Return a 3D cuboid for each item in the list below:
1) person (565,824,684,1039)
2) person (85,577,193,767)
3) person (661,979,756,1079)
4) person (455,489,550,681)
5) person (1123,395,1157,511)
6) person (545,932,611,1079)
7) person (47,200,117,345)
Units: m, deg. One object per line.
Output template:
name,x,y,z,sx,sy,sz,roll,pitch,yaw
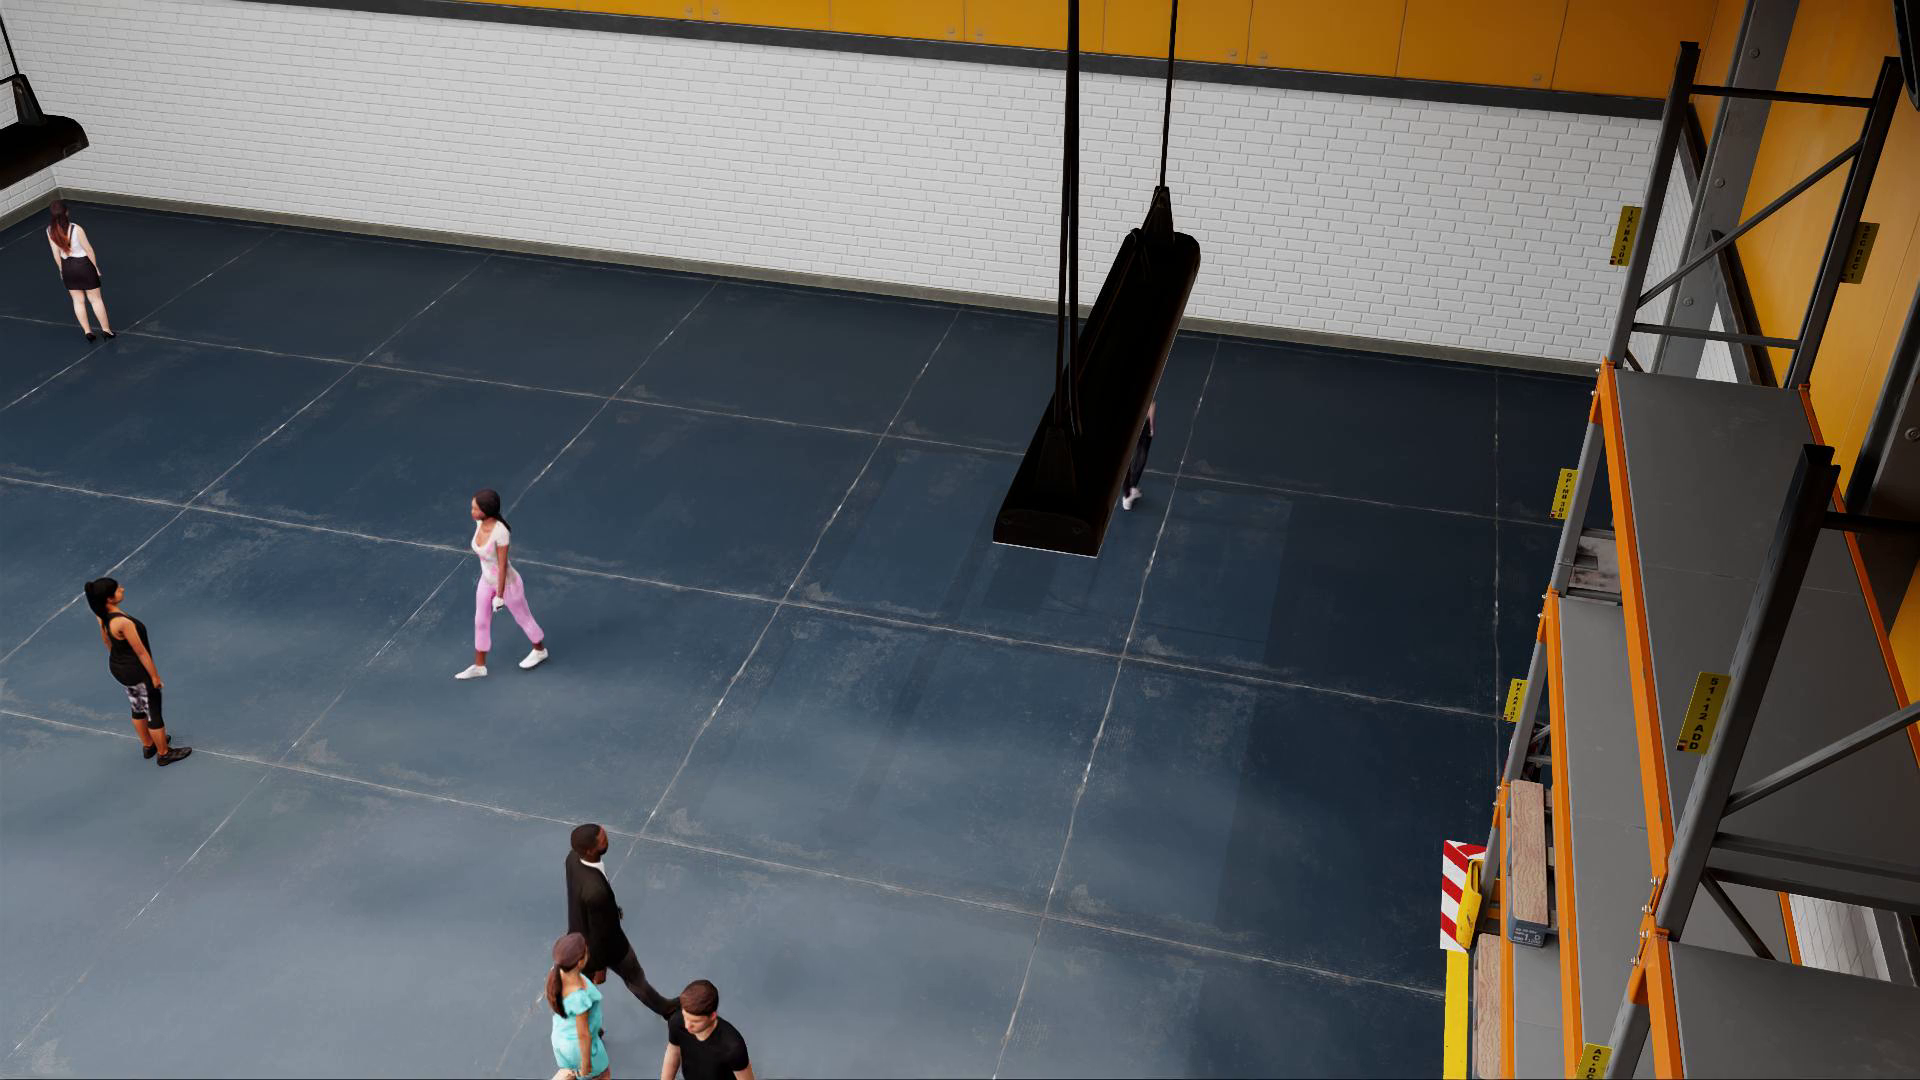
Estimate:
person,-2.260,2.442,9.989,1.213,1.759,1.135,-18,38,-25
person,-6.121,0.953,12.317,0.642,1.662,0.603,20,38,27
person,-1.264,3.006,9.086,0.958,1.820,1.247,21,39,28
person,-3.548,0.328,13.211,0.886,1.712,1.071,28,43,35
person,1.559,-1.028,15.231,0.608,1.736,0.602,11,35,16
person,-2.247,2.884,9.519,0.980,1.544,0.850,-26,41,-33
person,-9.630,-2.930,18.172,0.627,1.649,0.636,-6,34,-9
